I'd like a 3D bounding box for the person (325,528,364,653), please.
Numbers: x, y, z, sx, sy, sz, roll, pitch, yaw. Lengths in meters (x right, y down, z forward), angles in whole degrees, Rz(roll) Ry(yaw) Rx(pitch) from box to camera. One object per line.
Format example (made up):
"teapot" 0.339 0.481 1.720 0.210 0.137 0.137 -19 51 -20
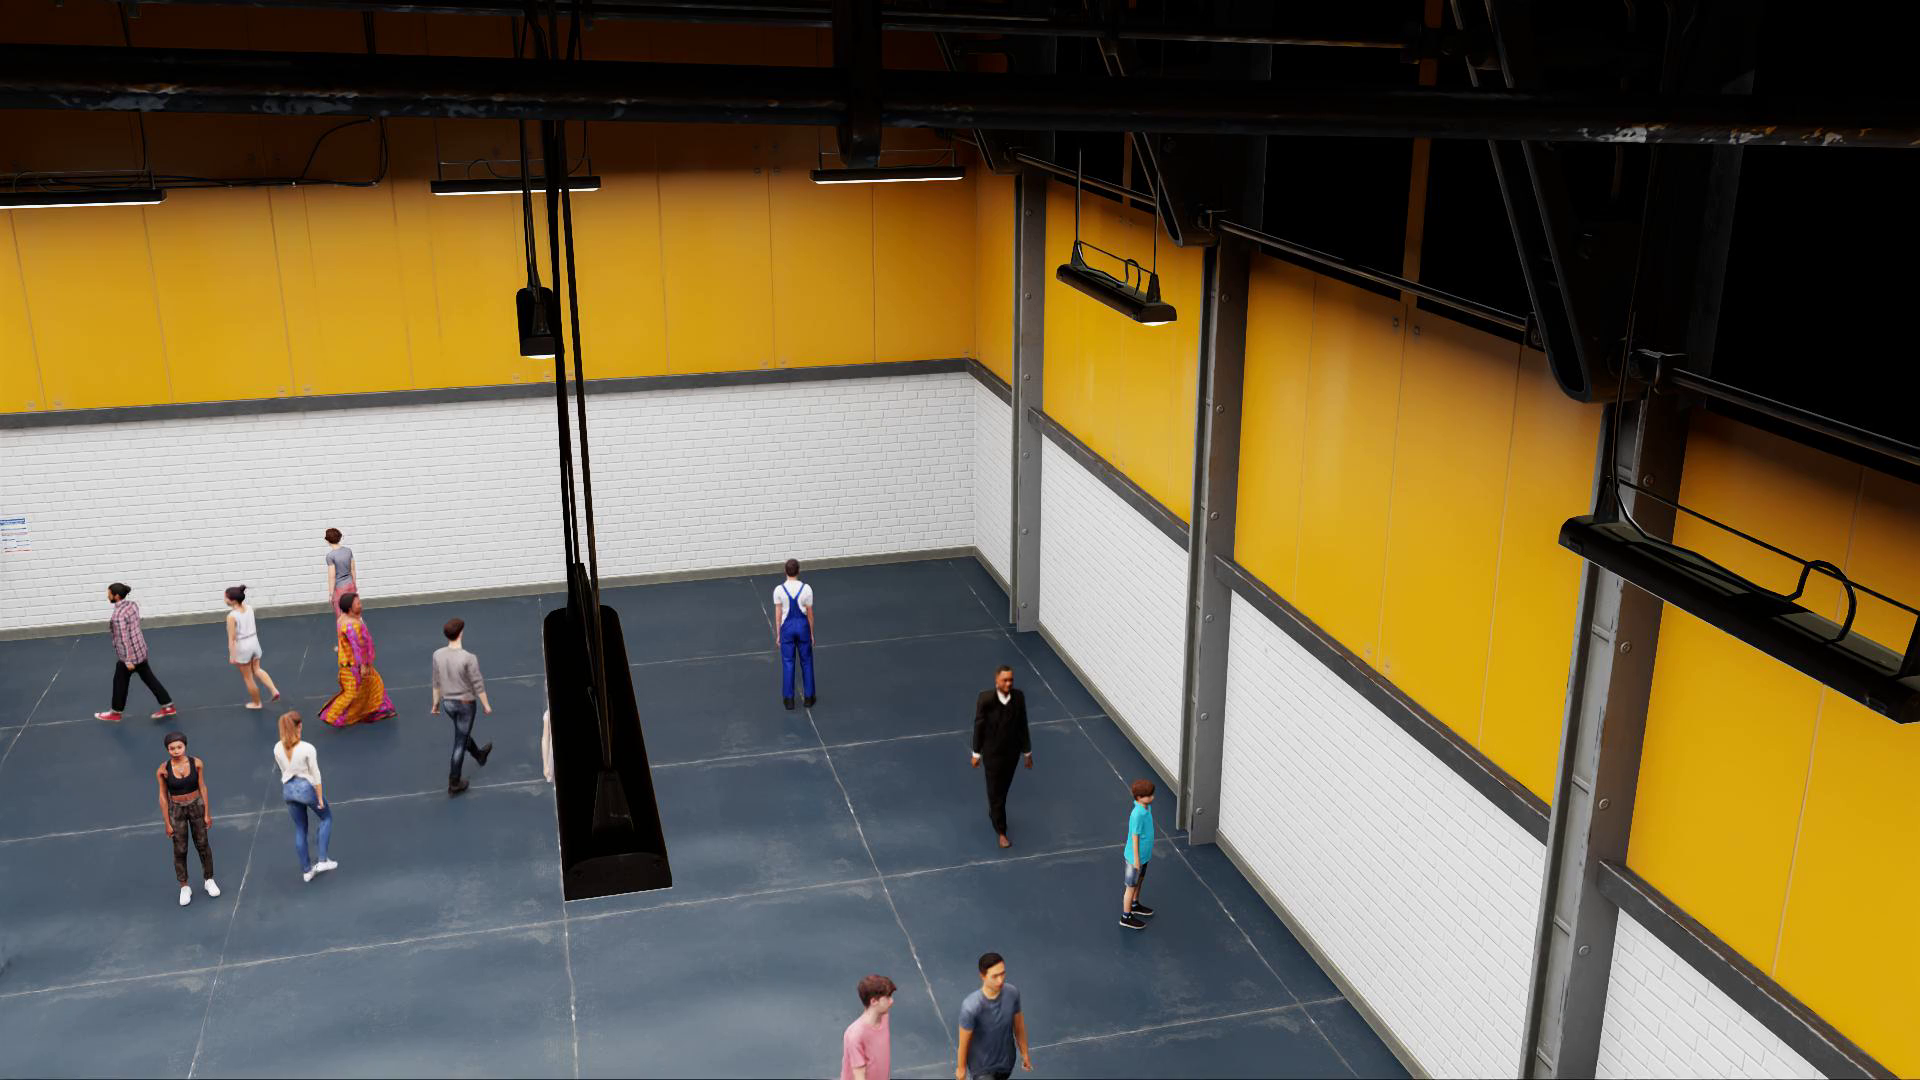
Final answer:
"person" -7.959 0.644 21.467 0.734 1.649 0.677 11 21 29

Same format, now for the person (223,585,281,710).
"person" -8.372 1.291 19.610 0.800 1.607 0.748 7 20 20

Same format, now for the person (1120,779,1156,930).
"person" 1.627 2.842 15.254 0.648 1.447 0.567 7 20 21

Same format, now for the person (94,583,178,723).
"person" -9.558 1.323 19.332 0.915 1.724 1.134 -1 19 -4

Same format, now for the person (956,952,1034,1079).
"person" 0.175 3.753 12.055 0.965 1.764 1.247 -13 23 -34

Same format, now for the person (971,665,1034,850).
"person" 0.383 2.105 16.794 0.777 1.862 1.214 -6 20 -17

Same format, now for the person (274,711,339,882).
"person" -6.341 2.483 15.903 0.718 1.715 0.738 4 19 10

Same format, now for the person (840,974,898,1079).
"person" -0.748 3.878 11.476 1.329 1.897 1.193 13 23 34

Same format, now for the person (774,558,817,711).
"person" -1.965 1.103 19.789 0.658 1.849 0.623 -2 19 -5

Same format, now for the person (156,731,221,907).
"person" -7.271 2.578 15.643 0.634 1.701 0.625 -11 22 -31

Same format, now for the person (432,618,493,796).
"person" -5.371 1.805 17.682 1.130 1.864 1.300 6 20 17

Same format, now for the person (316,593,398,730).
"person" -7.044 1.405 19.202 0.866 1.652 1.113 -9 21 -24
